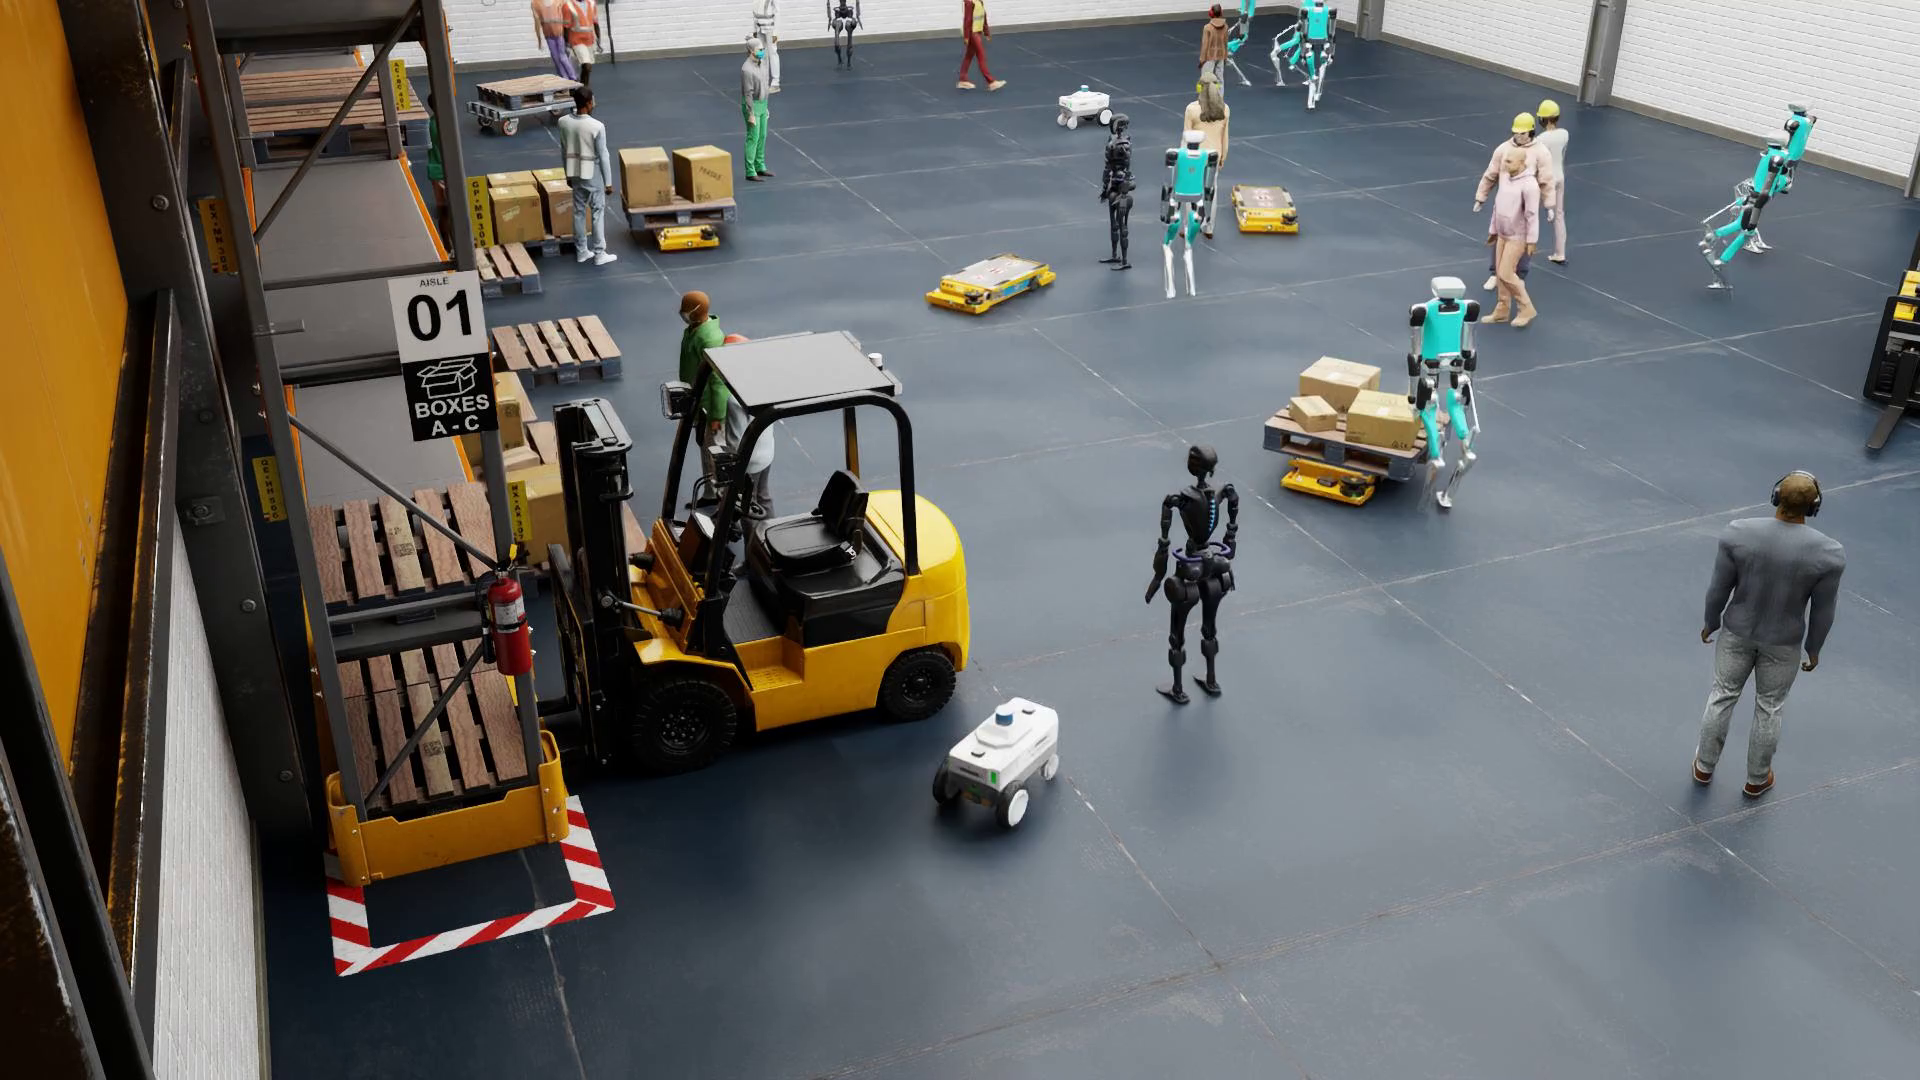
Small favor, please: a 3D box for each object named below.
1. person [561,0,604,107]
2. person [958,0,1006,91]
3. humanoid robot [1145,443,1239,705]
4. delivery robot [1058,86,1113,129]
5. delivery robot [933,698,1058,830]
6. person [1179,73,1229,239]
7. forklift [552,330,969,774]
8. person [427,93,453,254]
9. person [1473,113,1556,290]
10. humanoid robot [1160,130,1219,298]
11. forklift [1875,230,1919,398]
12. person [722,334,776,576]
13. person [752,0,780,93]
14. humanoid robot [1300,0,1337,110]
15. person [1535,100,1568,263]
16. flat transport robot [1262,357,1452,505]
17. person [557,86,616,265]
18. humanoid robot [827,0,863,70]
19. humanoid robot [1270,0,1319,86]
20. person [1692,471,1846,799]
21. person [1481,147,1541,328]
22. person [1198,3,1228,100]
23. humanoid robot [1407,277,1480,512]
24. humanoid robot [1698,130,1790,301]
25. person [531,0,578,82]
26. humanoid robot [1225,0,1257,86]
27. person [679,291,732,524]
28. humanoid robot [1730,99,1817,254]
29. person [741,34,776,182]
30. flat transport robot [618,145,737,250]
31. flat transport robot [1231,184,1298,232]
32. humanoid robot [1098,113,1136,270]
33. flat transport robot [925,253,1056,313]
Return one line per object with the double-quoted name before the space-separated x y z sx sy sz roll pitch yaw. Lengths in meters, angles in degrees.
"person" -5.616 -7.457 24.954 0.596 1.941 0.594 18 32 31
"person" 0.350 -7.963 26.198 0.889 1.728 0.499 10 28 19
"humanoid robot" 1.418 0.194 10.032 0.596 1.653 0.318 -12 29 -23
"delivery robot" 1.835 -6.298 24.217 0.791 0.614 0.499 -14 30 -26
"delivery robot" 0.232 1.215 9.267 0.499 0.608 0.801 17 31 30
"person" 2.763 -4.321 18.811 0.564 1.868 0.392 -7 27 -13
"forklift" -1.094 0.010 9.831 2.313 2.155 1.214 -10 28 -20
"person" -5.585 -3.924 18.044 0.405 1.843 0.497 -24 35 -39
"person" 5.734 -3.477 17.139 0.823 1.855 0.434 16 31 28
"humanoid robot" 2.291 -3.327 17.011 0.548 1.822 0.678 -1 27 -1
"forklift" 9.029 -2.397 14.618 1.214 2.155 2.313 18 32 32
"person" -1.477 -0.589 11.521 0.350 1.739 0.568 8 28 15
"person" -3.050 -7.981 26.069 0.572 1.882 0.357 24 35 39
"humanoid robot" 5.379 -7.330 24.981 0.545 1.751 1.032 8 28 16
"person" 6.385 -3.923 18.172 0.536 1.711 0.920 -12 29 -22
"flat transport robot" 3.167 -0.670 13.319 0.659 0.231 1.431 16 31 29
"person" -4.027 -3.923 17.973 0.595 1.908 0.408 11 29 21
"humanoid robot" -1.908 -8.655 27.636 0.604 1.652 0.423 0 27 -1
"humanoid robot" 5.239 -7.915 26.111 1.036 1.710 0.548 -10 28 -19
"person" 4.385 0.521 9.094 0.632 1.937 0.354 16 31 28
"person" 5.409 -2.946 16.192 0.435 1.770 0.547 -5 27 -10
"person" 3.725 -7.026 24.419 0.472 1.650 0.324 -13 29 -24
"humanoid robot" 3.645 -0.979 12.402 0.531 1.856 0.782 -4 27 -9
"humanoid robot" 7.841 -3.249 16.894 0.757 1.849 0.558 9 28 17
"person" -6.244 -7.771 25.740 0.680 1.801 0.455 2 27 4
"humanoid robot" 4.288 -8.105 26.510 0.889 1.765 0.532 8 28 15
"person" -1.863 -0.987 12.269 0.388 1.782 0.538 -13 29 -24
"humanoid robot" 8.798 -4.003 18.166 0.533 1.677 0.735 -21 34 -36
"person" -2.602 -5.508 21.209 0.340 1.838 0.509 8 28 15
"flat transport robot" -3.240 -3.654 19.256 0.659 0.231 1.431 -7 28 -14
"flat transport robot" 3.628 -3.966 19.876 0.659 0.231 1.431 2 27 3
"humanoid robot" 1.696 -3.744 17.851 0.315 1.657 0.599 -8 28 -16
"flat transport robot" 0.335 -2.678 17.315 0.659 0.231 1.431 19 32 33
